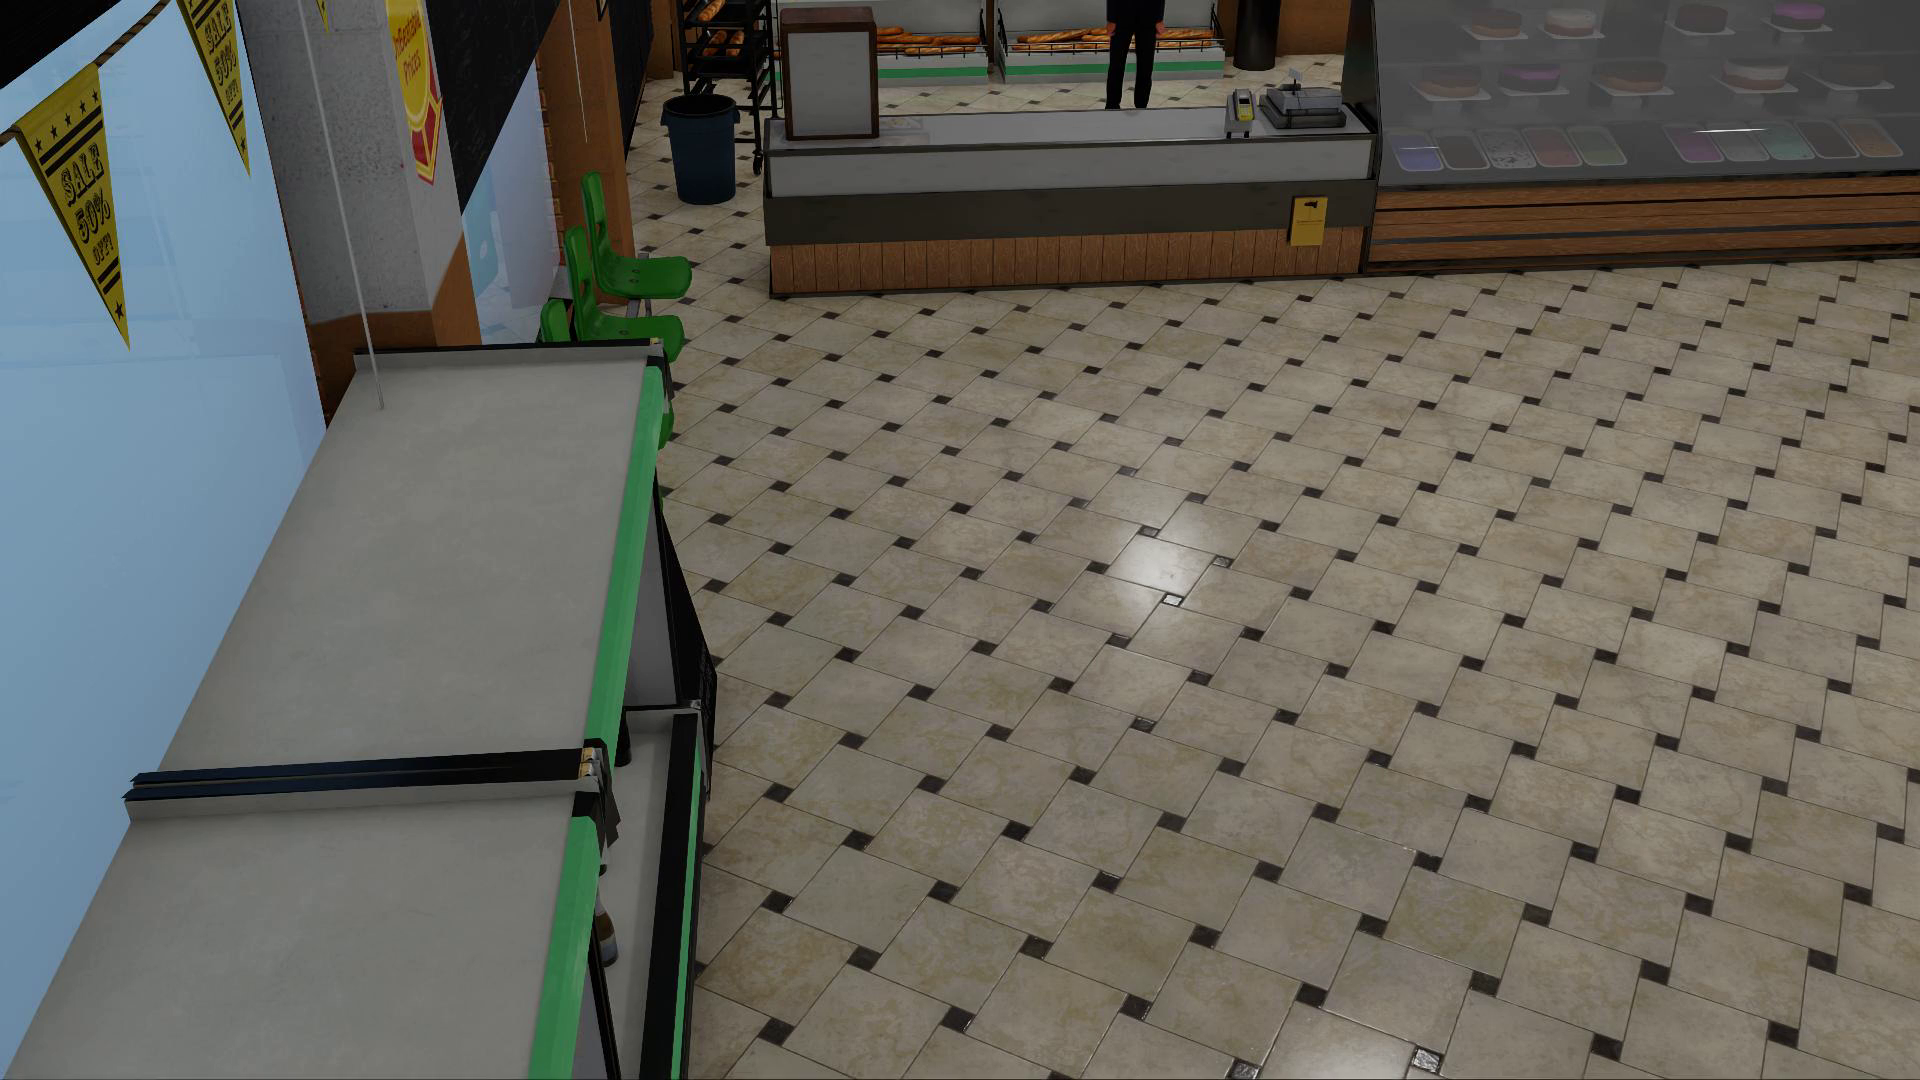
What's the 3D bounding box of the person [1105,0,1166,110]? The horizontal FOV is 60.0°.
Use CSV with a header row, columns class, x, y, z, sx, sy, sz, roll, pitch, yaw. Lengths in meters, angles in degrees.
class,x,y,z,sx,sy,sz,roll,pitch,yaw
person,1.423,-4.243,13.476,0.622,1.865,0.564,-2,32,-4
